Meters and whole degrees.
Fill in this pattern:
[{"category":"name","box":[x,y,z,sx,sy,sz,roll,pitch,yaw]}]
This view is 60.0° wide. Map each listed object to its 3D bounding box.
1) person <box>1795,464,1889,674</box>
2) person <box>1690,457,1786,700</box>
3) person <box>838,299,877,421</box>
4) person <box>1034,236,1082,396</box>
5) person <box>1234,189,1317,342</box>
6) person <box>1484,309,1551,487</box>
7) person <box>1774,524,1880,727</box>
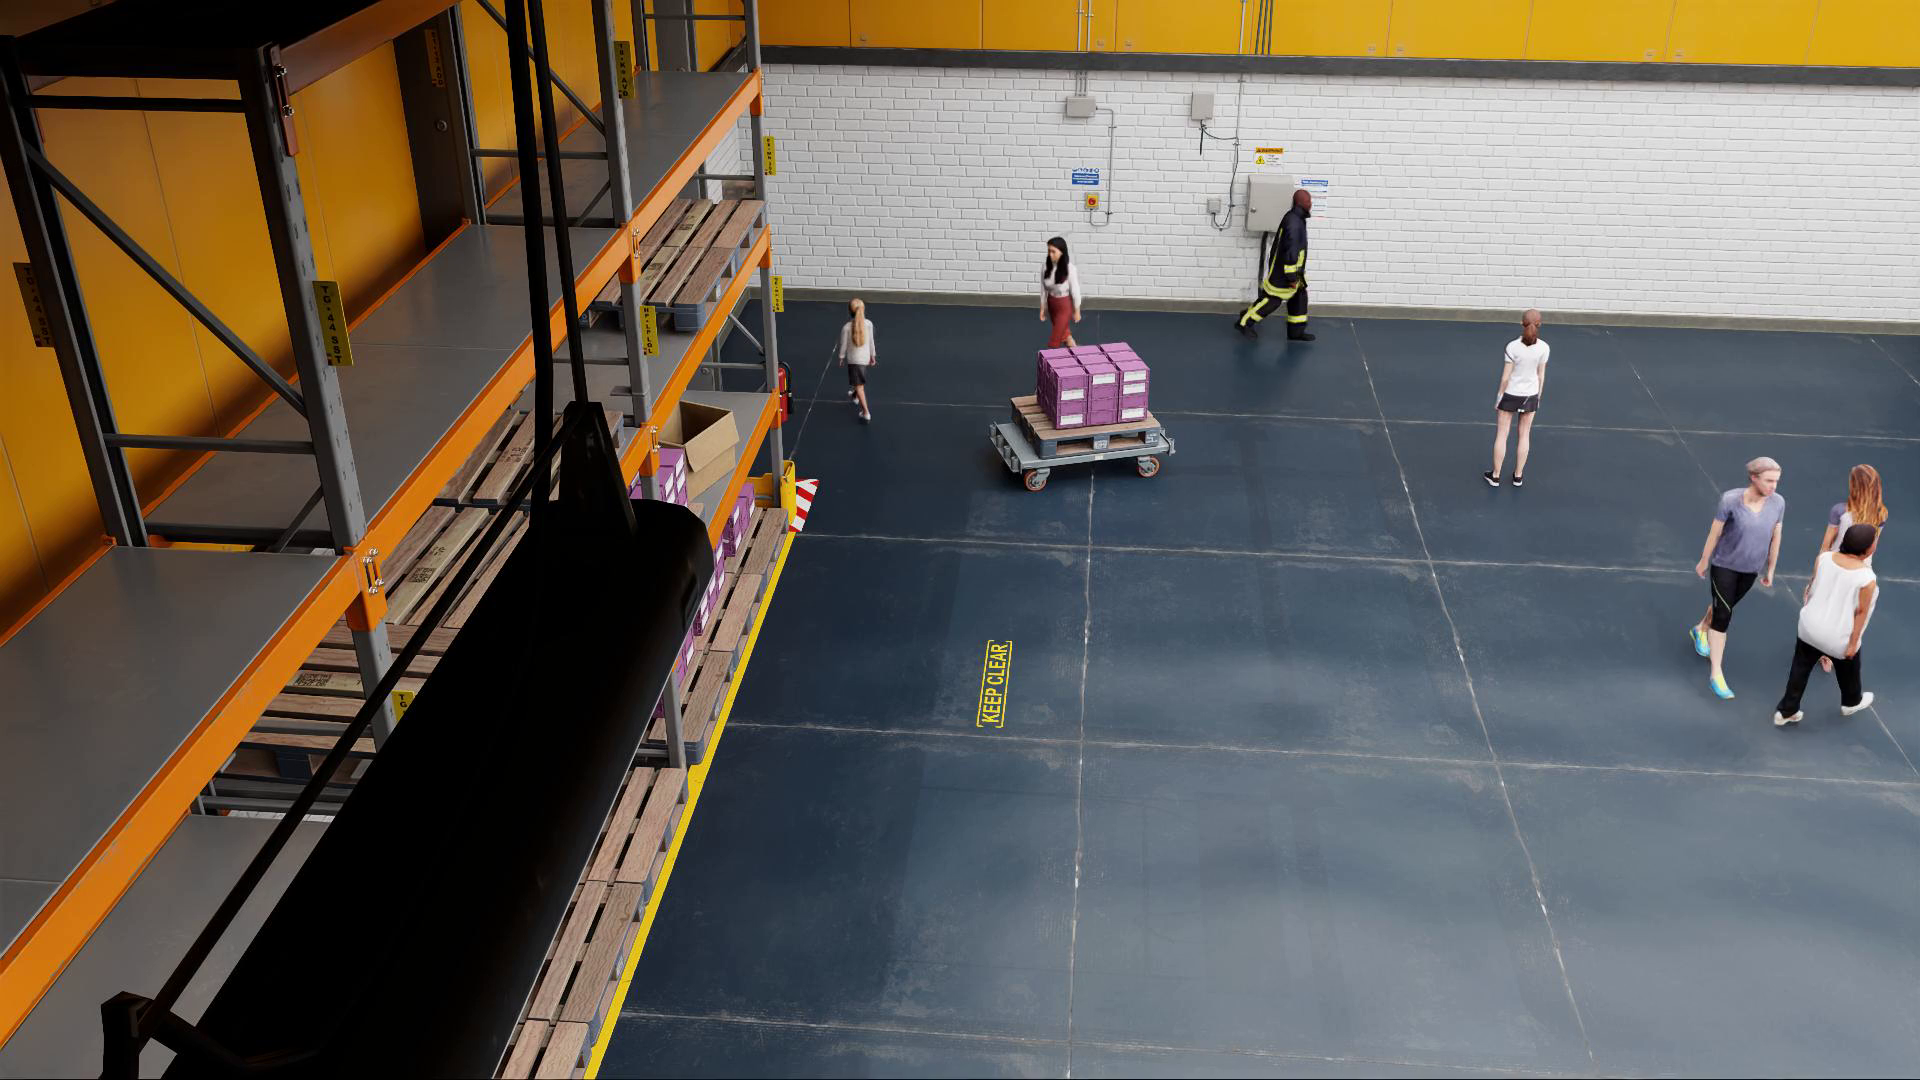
[{"category":"person","box":[6.807,0.269,12.750,0.612,1.712,0.607,4,29,7]},{"category":"person","box":[5.917,0.193,12.763,0.746,1.833,1.244,1,29,2]},{"category":"person","box":[-1.023,-1.835,17.098,0.820,1.241,0.972,-15,32,-25]},{"category":"person","box":[1.106,-2.390,17.638,1.048,1.699,1.167,23,36,36]},{"category":"person","box":[3.602,-3.077,18.808,0.973,1.785,1.181,9,30,16]},{"category":"person","box":[5.257,-1.334,15.645,0.560,1.752,0.561,1,29,2]},{"category":"person","box":[6.296,0.657,12.097,1.034,1.656,1.084,-12,31,-22]}]
